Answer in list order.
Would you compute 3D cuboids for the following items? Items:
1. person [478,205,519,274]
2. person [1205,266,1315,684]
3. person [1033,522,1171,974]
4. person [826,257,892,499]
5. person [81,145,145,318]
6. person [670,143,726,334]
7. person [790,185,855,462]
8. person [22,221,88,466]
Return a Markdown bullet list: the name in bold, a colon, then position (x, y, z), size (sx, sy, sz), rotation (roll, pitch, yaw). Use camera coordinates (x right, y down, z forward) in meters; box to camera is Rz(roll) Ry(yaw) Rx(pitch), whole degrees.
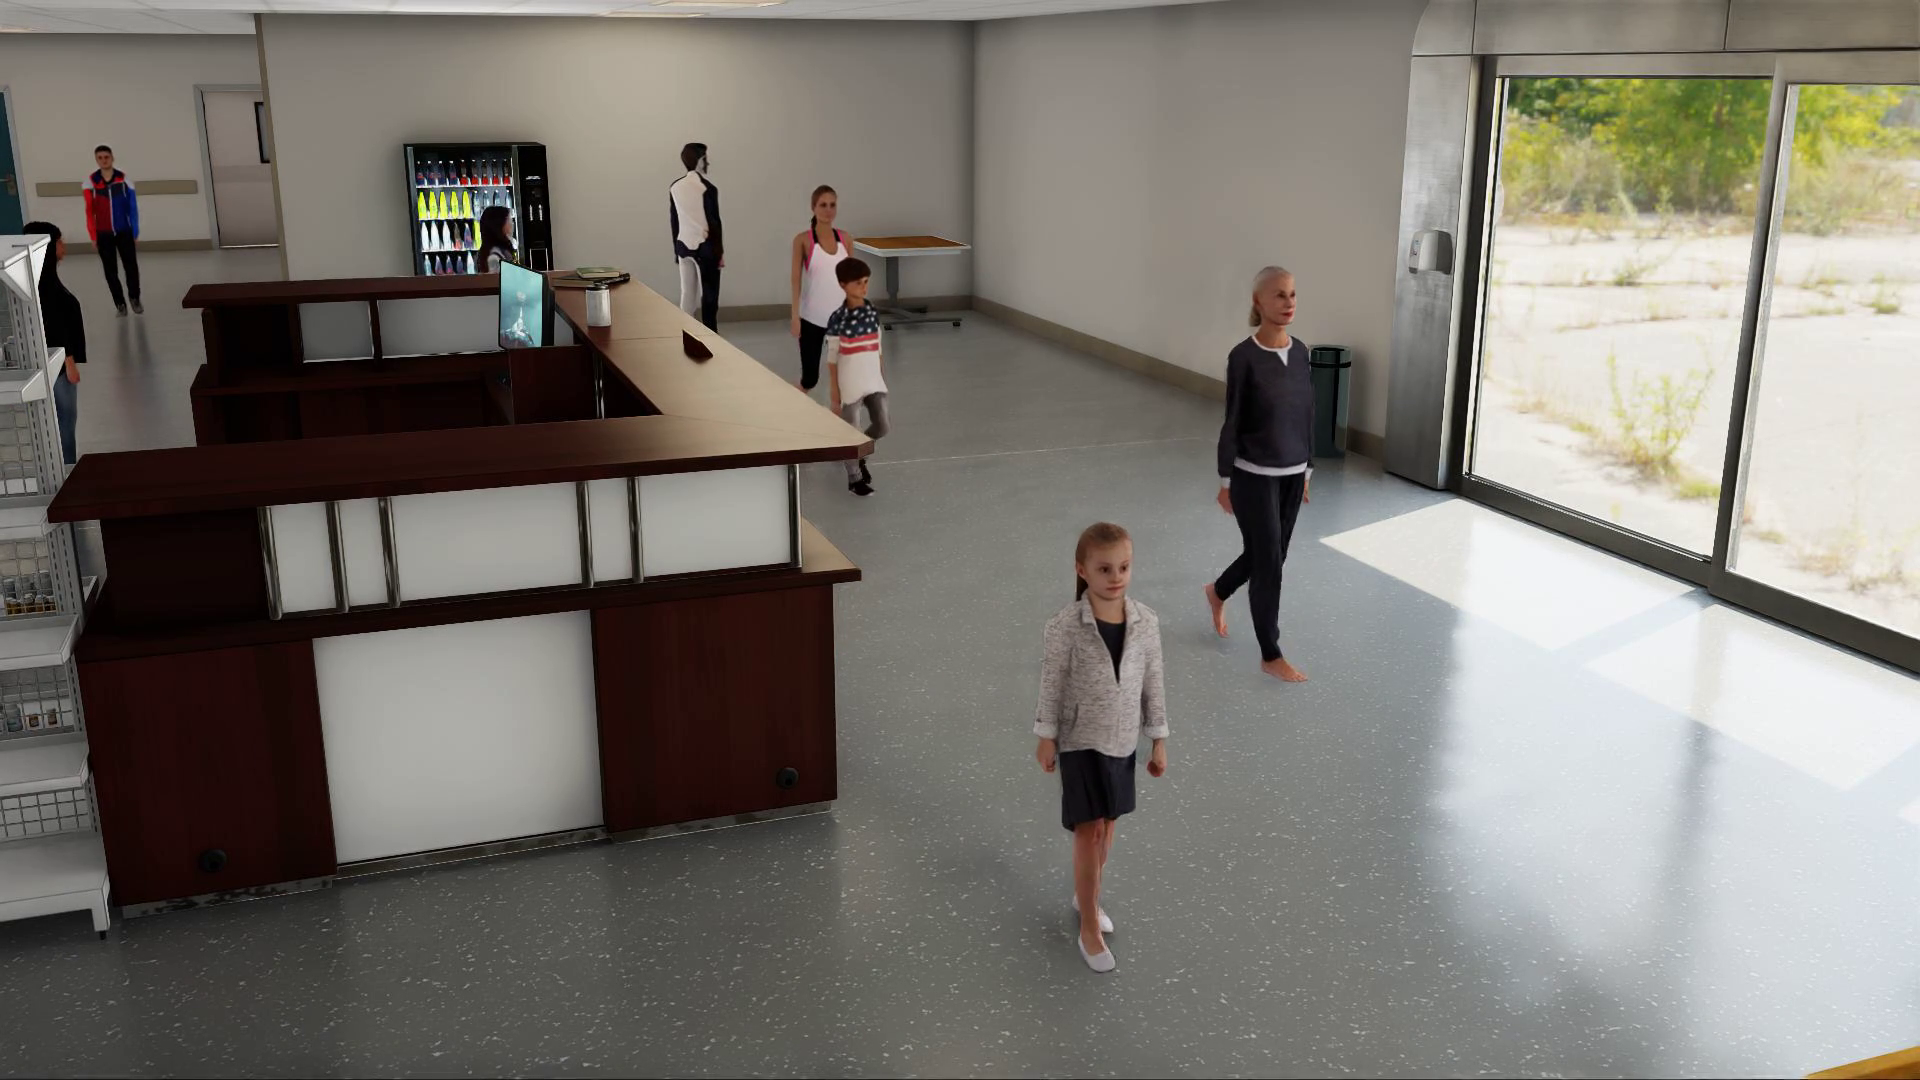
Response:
- **person**: position (-3.223, -1.484, 11.468), size (0.690, 1.599, 0.682), rotation (-13, 20, -38)
- **person**: position (1.258, -0.299, 7.076), size (1.004, 1.702, 0.799), rotation (-9, 18, -30)
- **person**: position (0.381, 0.553, 4.850), size (0.619, 1.262, 0.582), rotation (-5, 17, -18)
- **person**: position (-0.640, -0.981, 9.990), size (0.638, 1.432, 0.683), rotation (-11, 19, -34)
- **person**: position (-8.776, -3.186, 17.241), size (0.551, 1.743, 0.710), rotation (-7, 17, -24)
- **person**: position (-2.299, -2.511, 14.572), size (0.773, 1.892, 0.806), rotation (9, 18, 30)
- **person**: position (-0.927, -1.424, 10.960), size (1.058, 1.759, 0.700), rotation (-6, 17, -20)
- **person**: position (-5.381, -1.068, 9.905), size (0.616, 1.646, 0.631), rotation (-12, 20, -37)
